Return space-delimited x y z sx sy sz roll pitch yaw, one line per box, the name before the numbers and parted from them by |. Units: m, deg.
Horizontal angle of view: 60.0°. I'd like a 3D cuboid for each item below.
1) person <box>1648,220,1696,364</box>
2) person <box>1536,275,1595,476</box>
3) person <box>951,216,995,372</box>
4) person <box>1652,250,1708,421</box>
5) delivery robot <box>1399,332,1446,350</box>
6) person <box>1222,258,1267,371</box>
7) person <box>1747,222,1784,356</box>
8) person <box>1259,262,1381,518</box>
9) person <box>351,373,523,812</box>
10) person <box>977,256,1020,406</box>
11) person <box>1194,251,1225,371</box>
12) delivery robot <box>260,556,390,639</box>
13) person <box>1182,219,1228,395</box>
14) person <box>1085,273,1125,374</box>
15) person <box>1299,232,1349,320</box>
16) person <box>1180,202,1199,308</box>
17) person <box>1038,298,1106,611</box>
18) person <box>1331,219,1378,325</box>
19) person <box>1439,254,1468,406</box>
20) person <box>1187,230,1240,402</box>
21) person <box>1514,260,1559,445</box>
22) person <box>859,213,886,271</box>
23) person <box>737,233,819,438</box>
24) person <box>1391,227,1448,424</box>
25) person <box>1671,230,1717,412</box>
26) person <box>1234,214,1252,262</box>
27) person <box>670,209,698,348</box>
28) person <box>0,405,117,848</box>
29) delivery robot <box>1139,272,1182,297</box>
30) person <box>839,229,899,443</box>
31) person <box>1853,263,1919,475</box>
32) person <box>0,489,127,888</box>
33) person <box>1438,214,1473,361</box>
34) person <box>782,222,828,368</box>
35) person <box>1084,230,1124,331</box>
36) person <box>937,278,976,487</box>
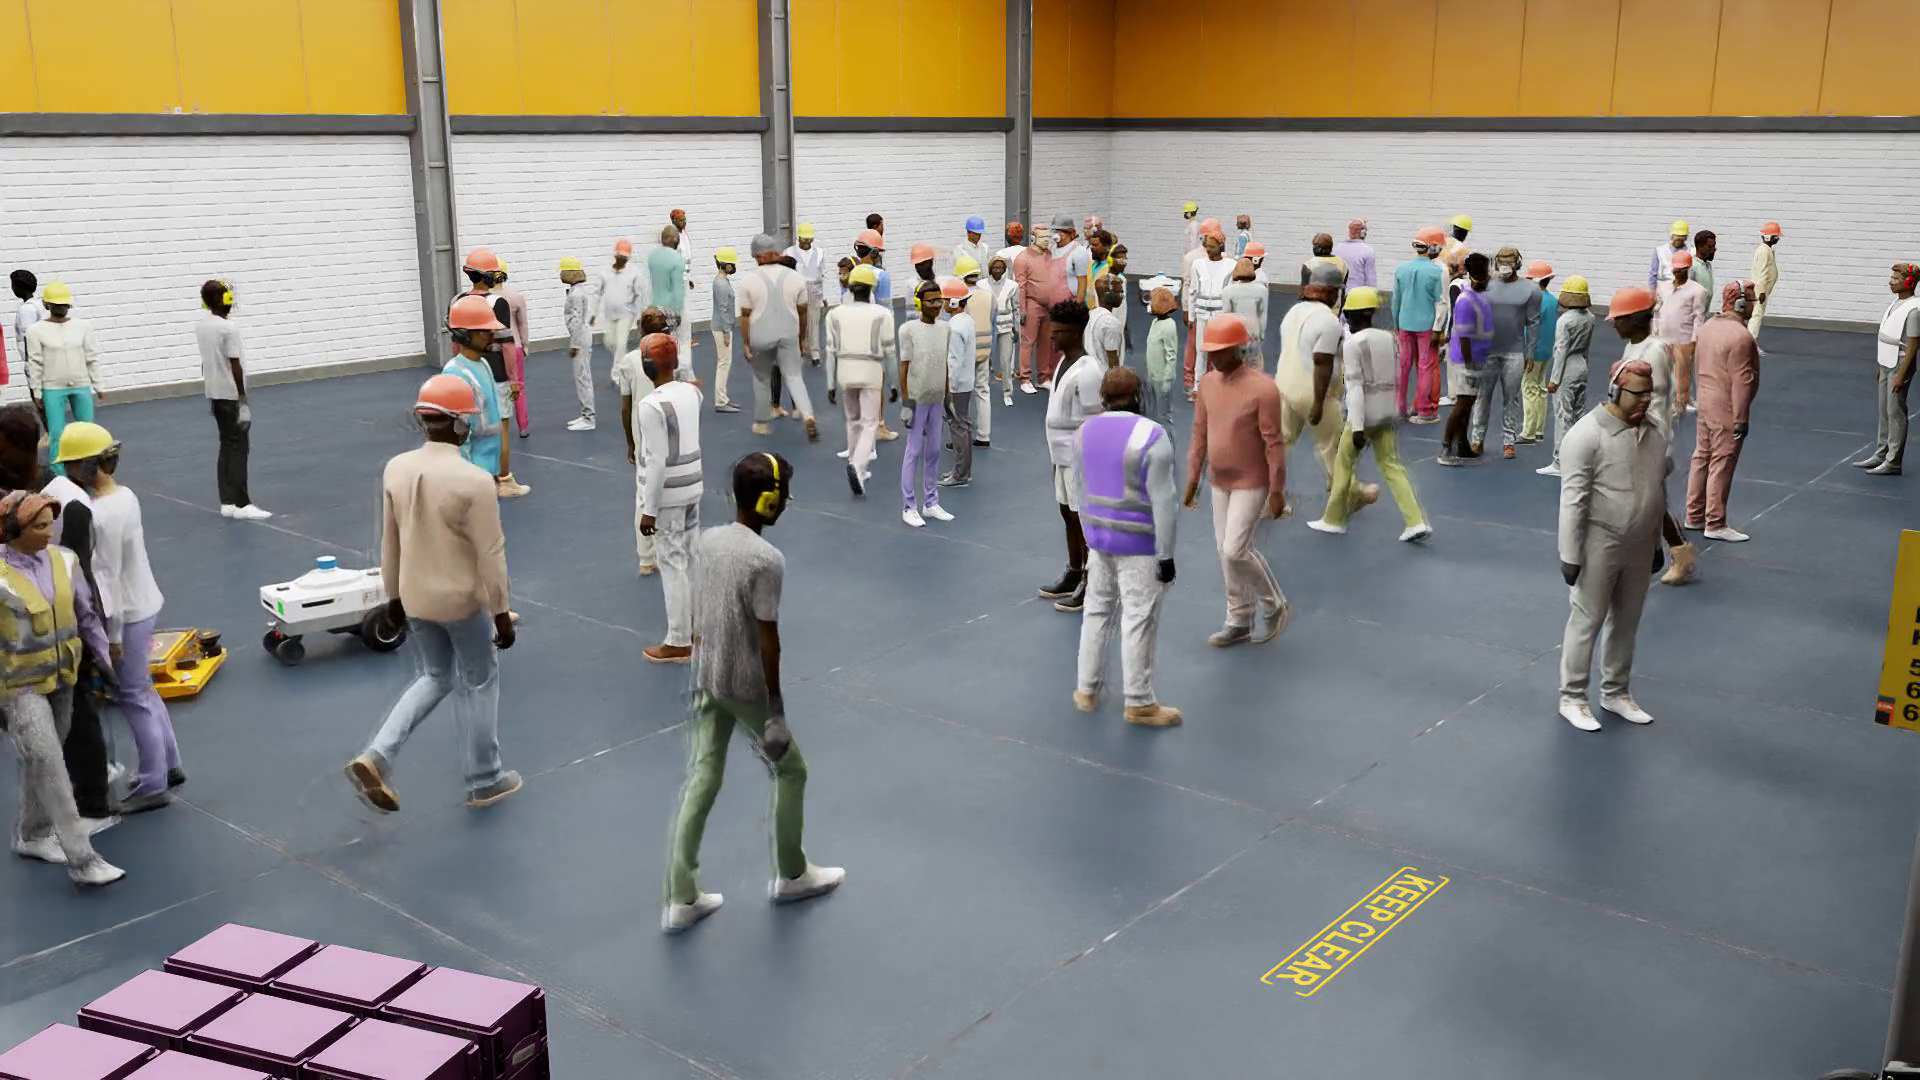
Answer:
person | 9.068 -3.138 21.144 0.603 1.828 0.404 3 14 12
person | 5.294 -1.428 14.486 0.487 1.744 0.294 -11 18 -39
person | 0.160 -2.985 20.333 0.418 1.933 0.614 13 19 43
person | 7.378 -2.106 17.174 0.346 1.749 0.564 -8 16 -29
delivery robot | 6.007 -2.635 21.524 0.707 0.478 0.477 5 15 18
person | 3.012 -2.176 17.696 0.497 1.634 0.287 -2 14 -6
person | 10.674 -3.334 22.078 0.333 1.749 0.575 7 15 25
person | 2.783 -1.177 12.876 1.058 2.000 0.700 -6 15 -23
person | -2.298 0.271 7.256 0.647 1.967 0.706 7 16 27
person | 0.394 -2.261 18.050 0.520 1.633 0.316 0 14 2
person | 3.118 -2.871 20.475 0.507 1.631 0.276 13 19 42
delivery robot | -3.655 0.339 9.643 0.707 0.478 0.477 -11 18 -38
person | 2.779 -2.621 18.766 0.619 1.985 0.411 -8 16 -28
person | 1.180 -1.232 13.499 0.345 1.844 0.506 -5 15 -20
person | 4.001 -2.494 18.541 0.627 1.845 0.429 -8 16 -29
person | 3.829 -4.739 27.690 0.339 1.761 0.524 0 14 2
person | 0.714 -0.537 10.470 0.361 1.963 0.612 -3 14 -13
person | 4.767 -2.908 20.070 0.408 1.907 0.638 -12 18 -39
person | 5.372 -2.278 18.091 0.309 1.637 0.522 6 15 23
person | 2.771 -2.436 18.225 0.584 1.883 0.349 6 15 23
person | 5.473 -1.785 15.887 0.330 1.750 0.572 11 18 37
person | -1.107 -3.157 21.036 0.392 1.921 0.587 -6 15 -21
person | -1.790 -1.982 16.094 0.701 2.000 0.891 -6 15 -22
person | 4.706 -2.187 17.003 0.381 1.994 0.622 -13 19 -41
person | 7.844 -2.345 17.790 0.382 1.918 0.597 12 18 39
person | 4.445 -4.275 26.091 0.313 1.637 0.515 4 15 16
person | -3.836 -3.576 22.783 0.352 1.883 0.580 5 15 20
person | -3.825 0.367 7.000 0.594 1.902 0.447 6 15 24
delivery robot | 3.395 -4.302 28.186 0.707 0.478 0.477 0 14 2
person | -0.863 -1.956 15.997 0.608 2.039 0.378 10 17 35
person | 8.171 -1.484 14.496 0.389 1.846 0.567 3 14 11
person | -3.610 0.592 6.677 0.807 1.600 0.527 4 15 17
person | 6.281 -3.221 21.343 0.467 1.892 0.627 -5 15 -17
person | -1.937 -3.063 20.839 0.588 1.831 0.403 -4 15 -15
person | 1.537 -2.357 17.840 0.394 1.920 0.587 -7 16 -27
person | -0.039 -1.328 14.063 0.325 1.752 0.563 2 14 9
